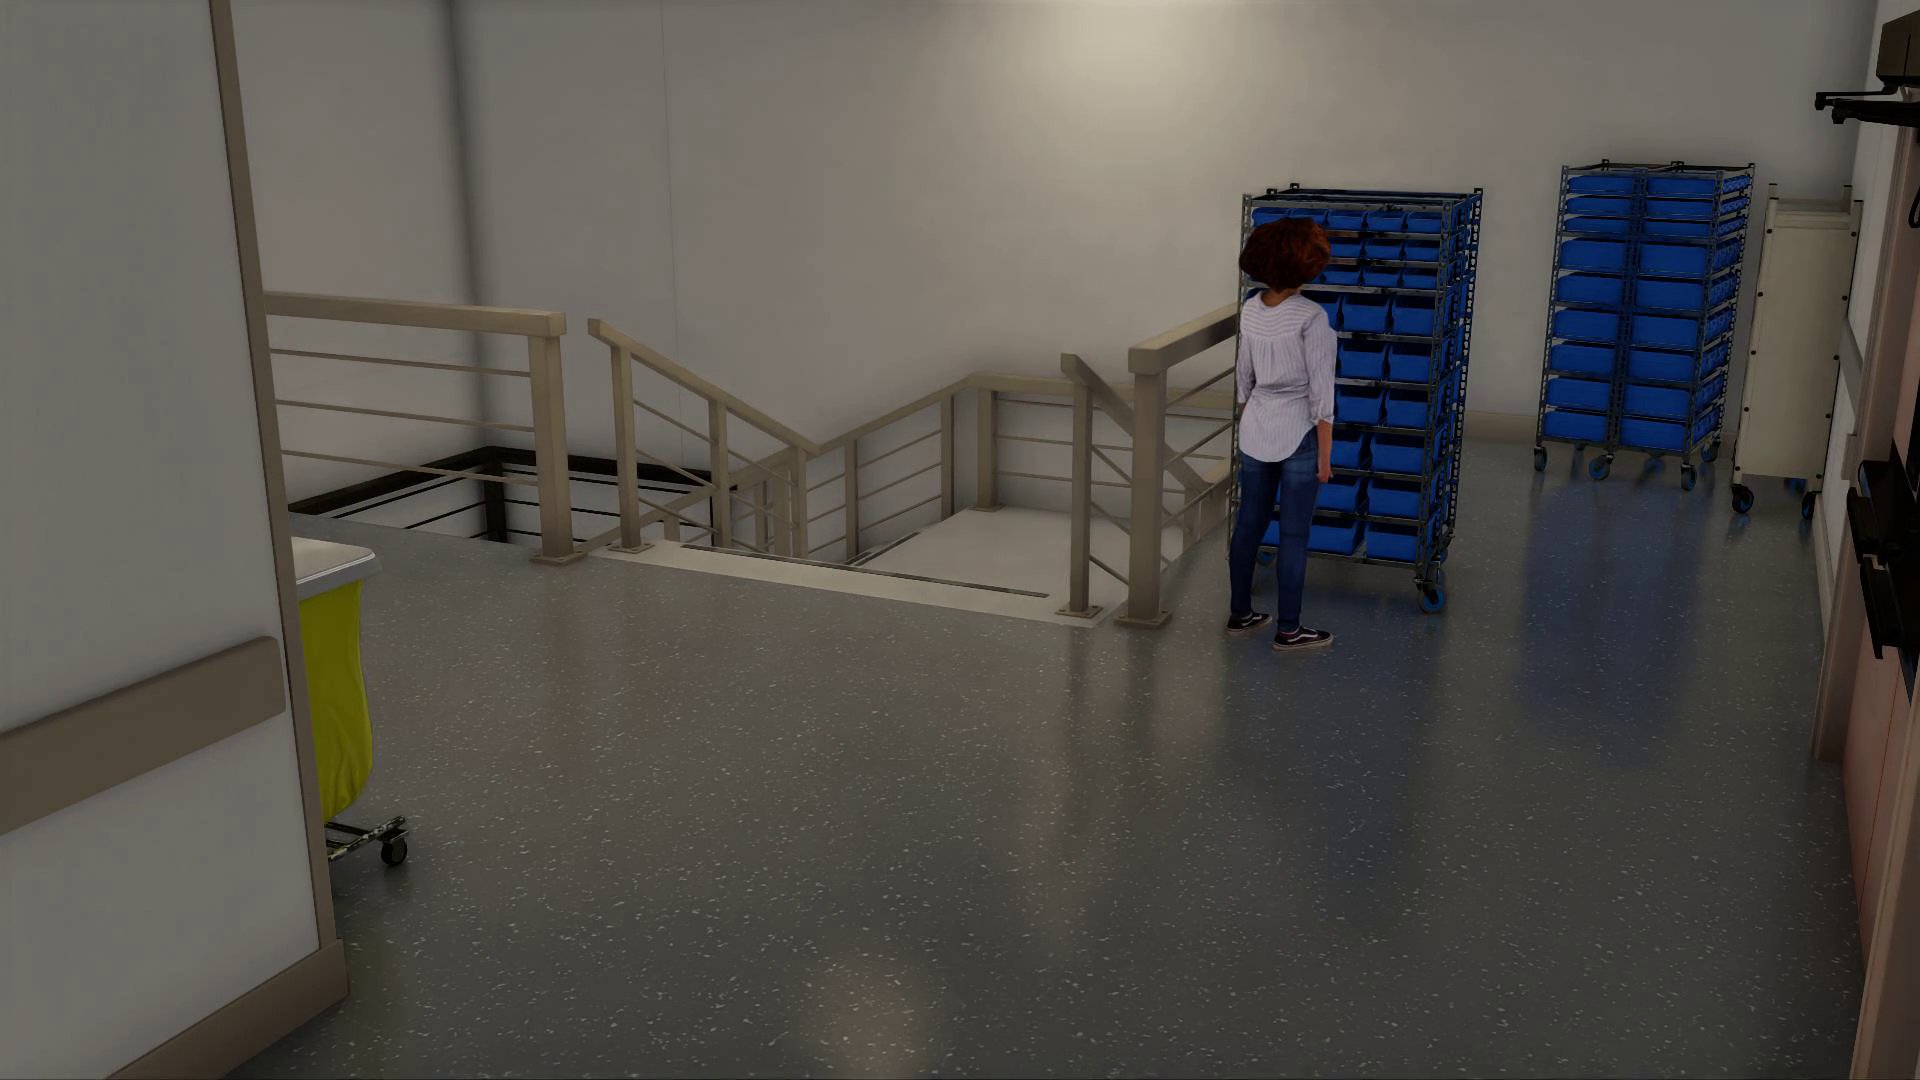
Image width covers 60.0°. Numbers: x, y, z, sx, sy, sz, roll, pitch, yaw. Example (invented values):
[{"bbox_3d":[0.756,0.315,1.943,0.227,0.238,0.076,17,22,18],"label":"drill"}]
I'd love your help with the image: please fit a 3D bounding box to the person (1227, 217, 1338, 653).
[{"bbox_3d":[1.271,-0.429,6.625,0.767,1.713,0.745,-11,19,-34],"label":"person"}]
